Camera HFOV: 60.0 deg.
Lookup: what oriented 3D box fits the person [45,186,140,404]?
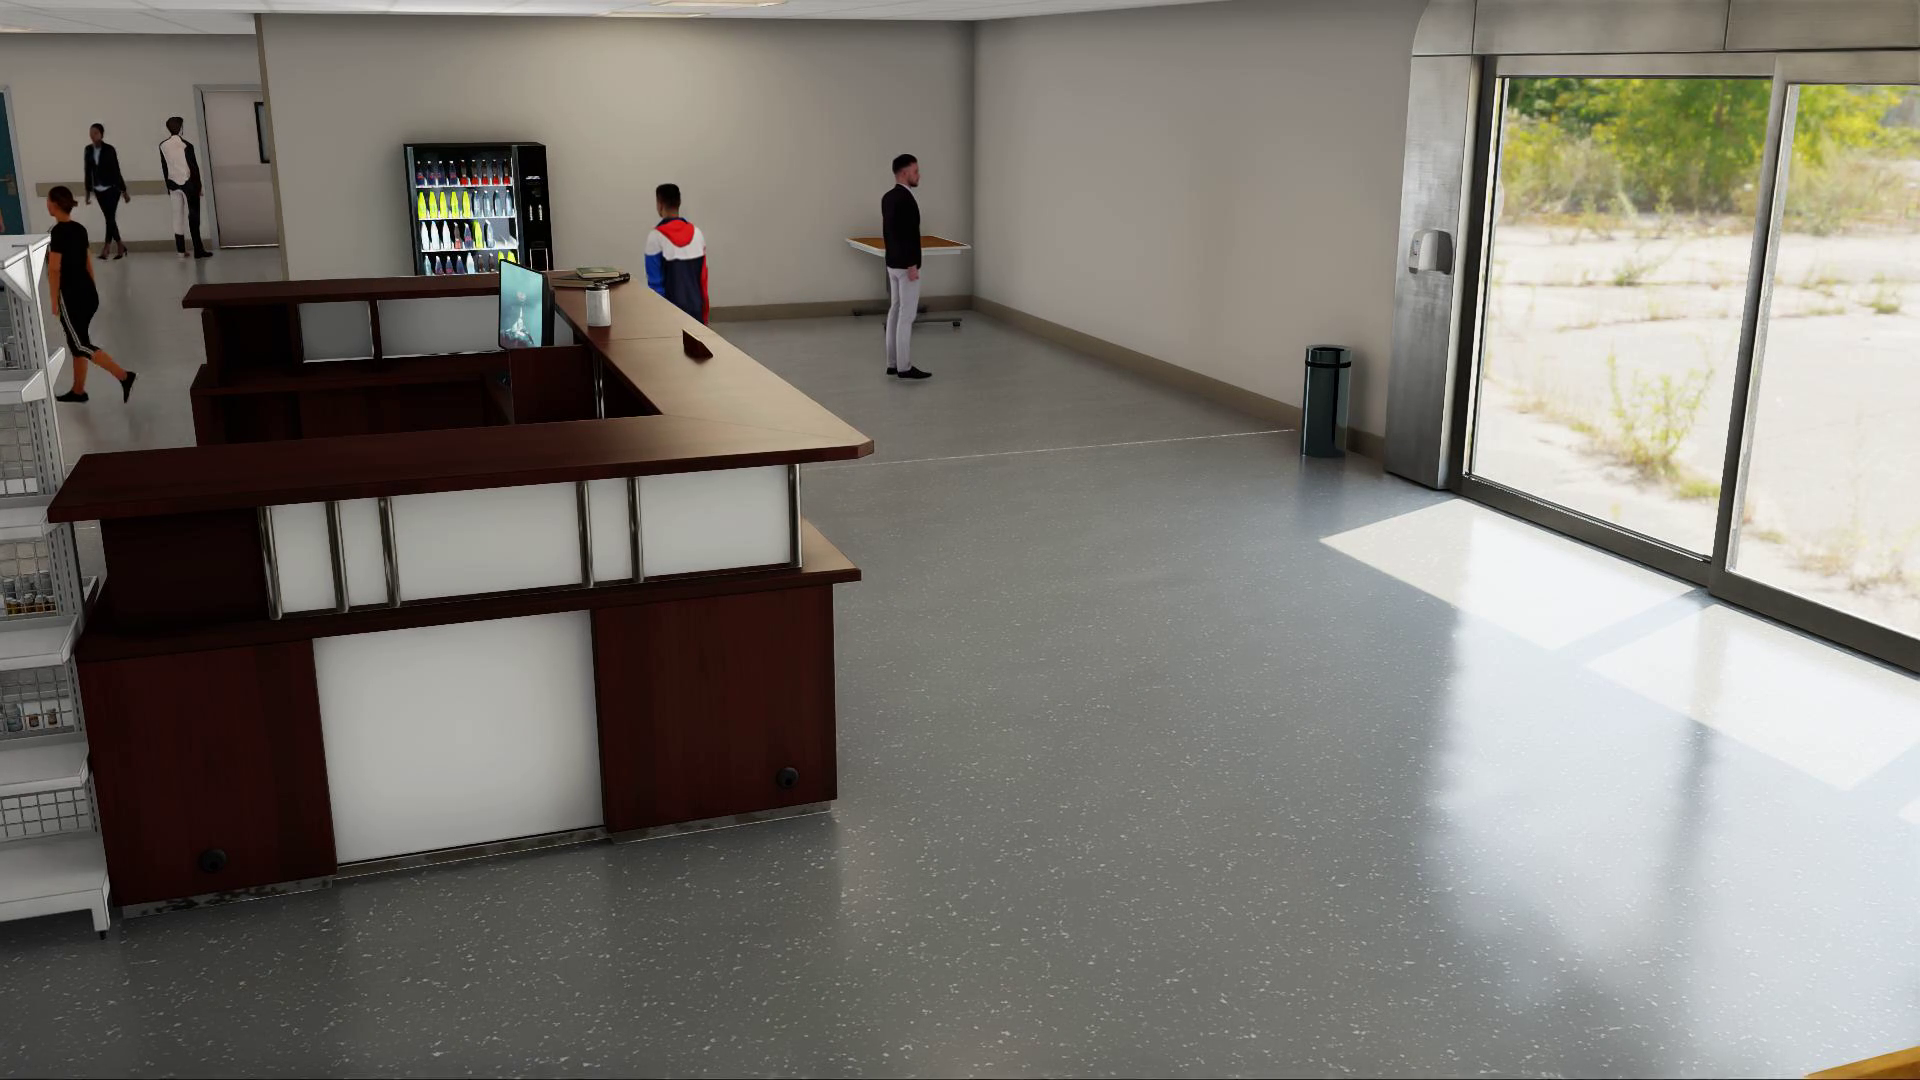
[{"bbox_3d":[-6.602,-1.816,12.558,1.093,1.647,0.885,2,16,7],"label":"person"}]

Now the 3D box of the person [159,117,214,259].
[{"bbox_3d":[-10.654,-4.834,22.808,0.705,1.893,0.829,3,16,9],"label":"person"}]

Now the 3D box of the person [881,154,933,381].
[{"bbox_3d":[-0.486,-2.272,13.822,0.542,1.837,0.654,-6,17,-21],"label":"person"}]

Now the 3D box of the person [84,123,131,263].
[{"bbox_3d":[-11.272,-4.579,22.101,1.171,1.785,1.061,2,16,8],"label":"person"}]

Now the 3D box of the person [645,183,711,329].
[{"bbox_3d":[-1.893,-1.544,11.423,0.984,1.739,0.910,-13,20,-39],"label":"person"}]
